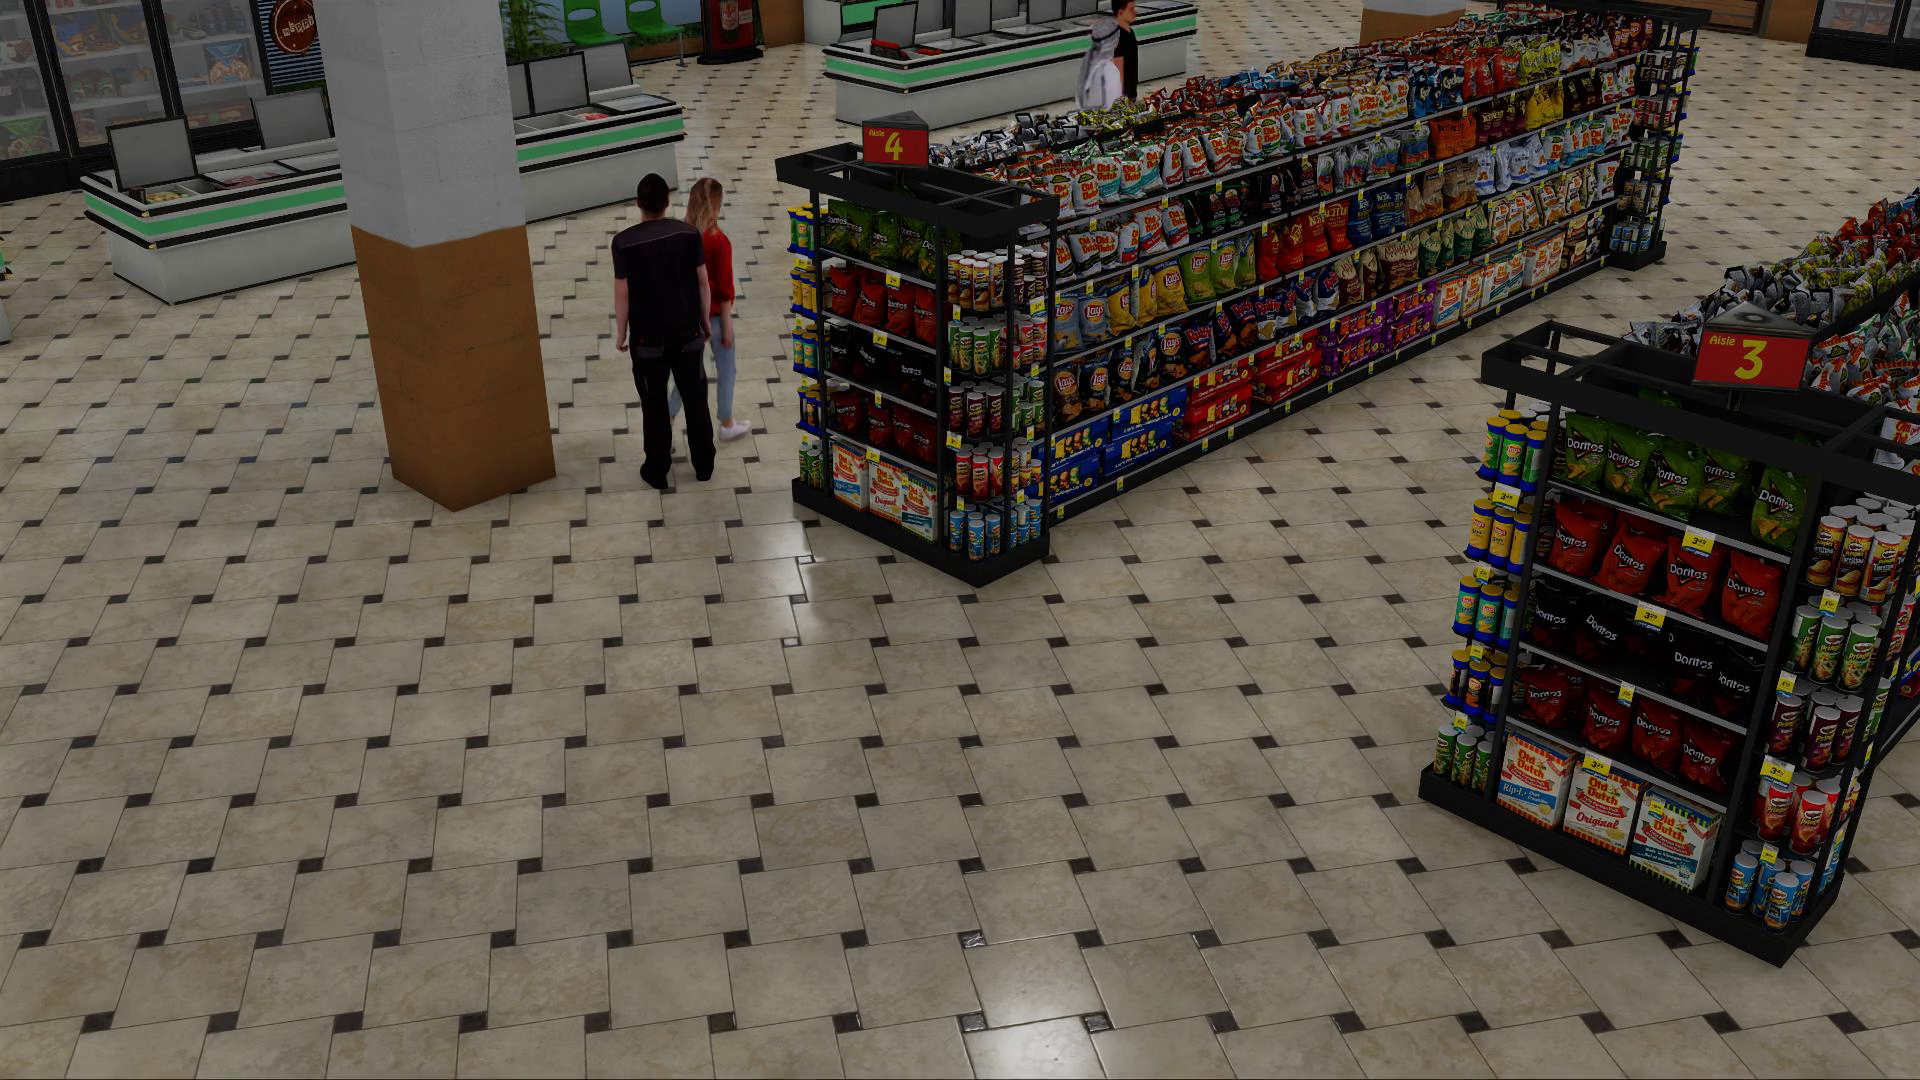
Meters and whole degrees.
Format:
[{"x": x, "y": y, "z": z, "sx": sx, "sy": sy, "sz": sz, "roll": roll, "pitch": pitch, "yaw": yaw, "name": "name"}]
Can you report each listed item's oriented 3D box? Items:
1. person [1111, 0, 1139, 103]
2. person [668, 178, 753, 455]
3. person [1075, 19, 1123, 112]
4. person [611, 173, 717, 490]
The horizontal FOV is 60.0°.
[{"x": 1.460, "y": -4.054, "z": 15.198, "sx": 0.808, "sy": 1.846, "sz": 0.685, "roll": 6, "pitch": 28, "yaw": 13, "name": "person"}, {"x": -1.580, "y": -1.289, "z": 9.932, "sx": 0.758, "sy": 1.679, "sz": 1.057, "roll": 15, "pitch": 30, "yaw": 27, "name": "person"}, {"x": 1.077, "y": -3.216, "z": 13.481, "sx": 1.130, "sy": 1.906, "sz": 0.915, "roll": -11, "pitch": 29, "yaw": -21, "name": "person"}, {"x": -1.689, "y": -1.192, "z": 9.555, "sx": 0.696, "sy": 1.845, "sz": 0.860, "roll": -10, "pitch": 28, "yaw": -18, "name": "person"}]
